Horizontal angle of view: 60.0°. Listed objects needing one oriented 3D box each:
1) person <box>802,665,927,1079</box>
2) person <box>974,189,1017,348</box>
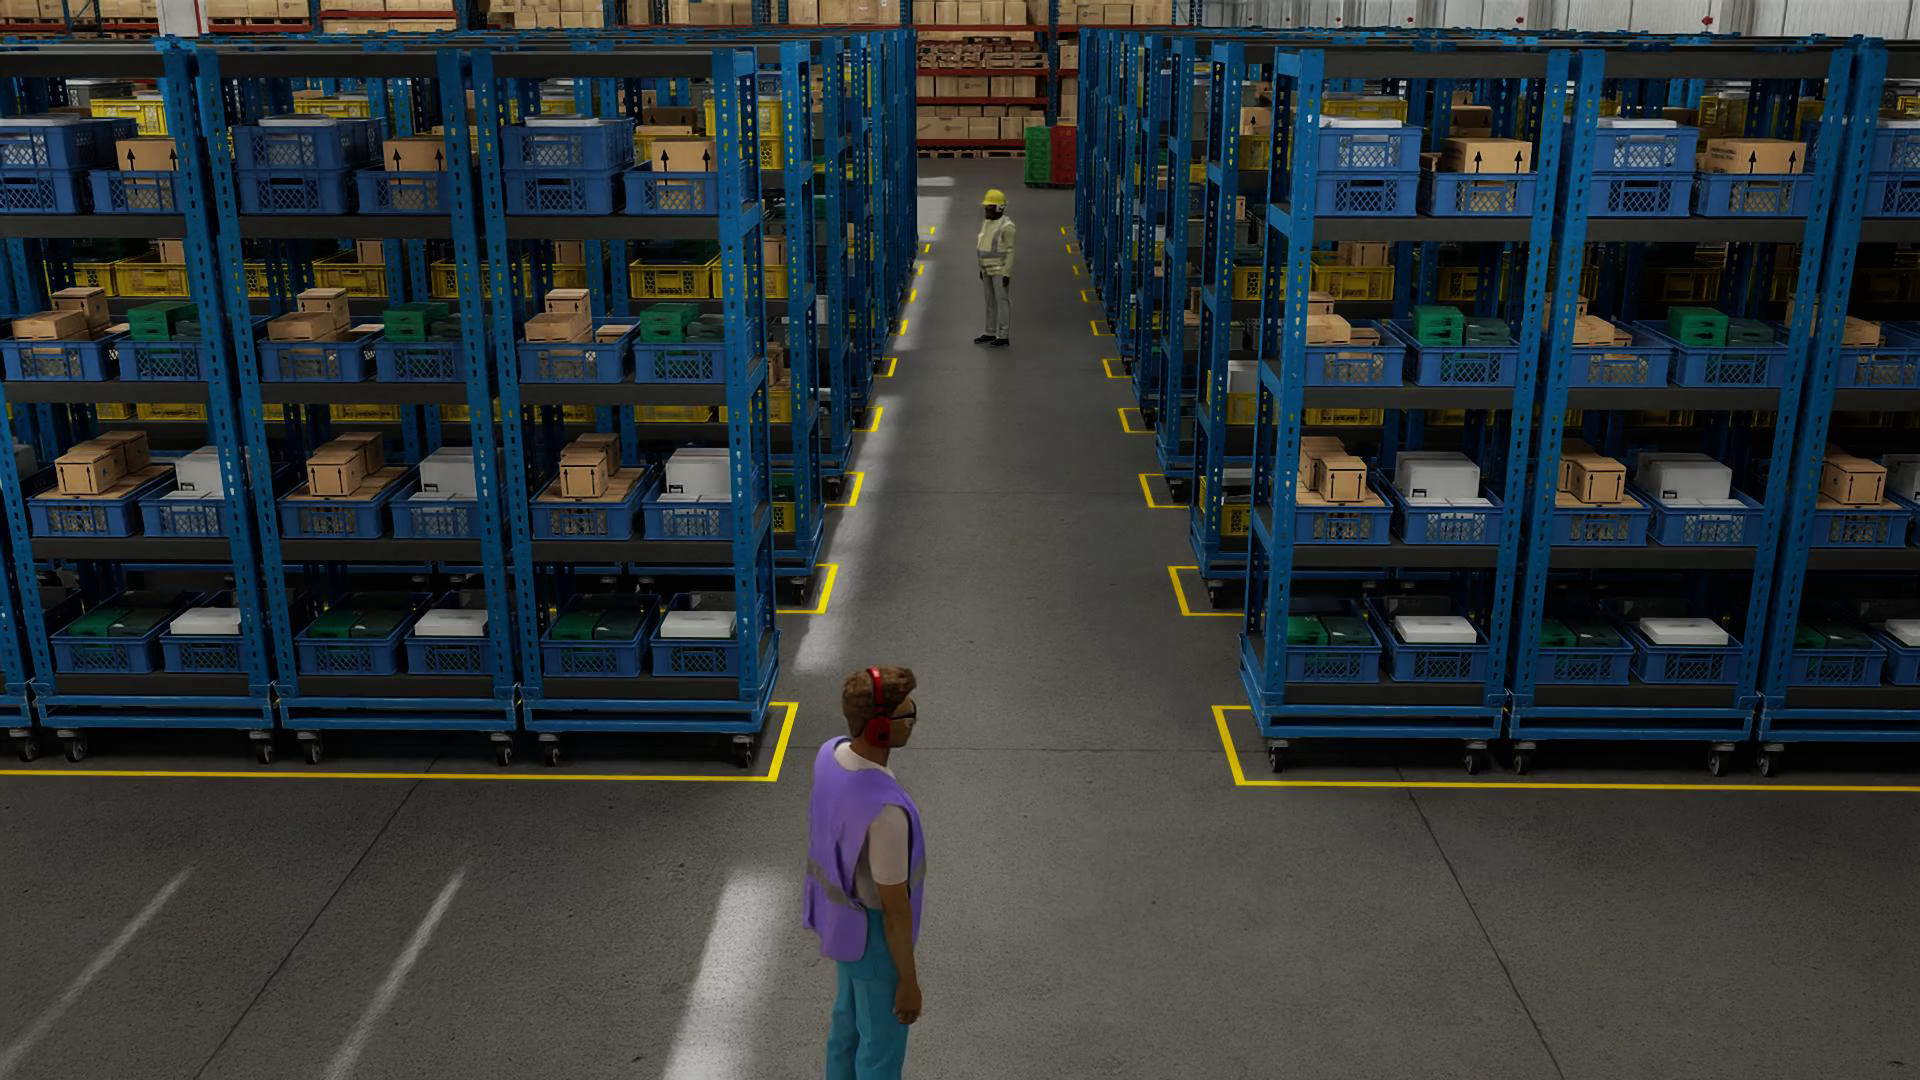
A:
[{"bbox_3d":[-0.292,1.270,5.290,0.375,1.843,0.575,-8,19,-24],"label":"person"},{"bbox_3d":[0.406,-3.176,19.479,0.403,1.834,0.588,-11,20,-31],"label":"person"}]
